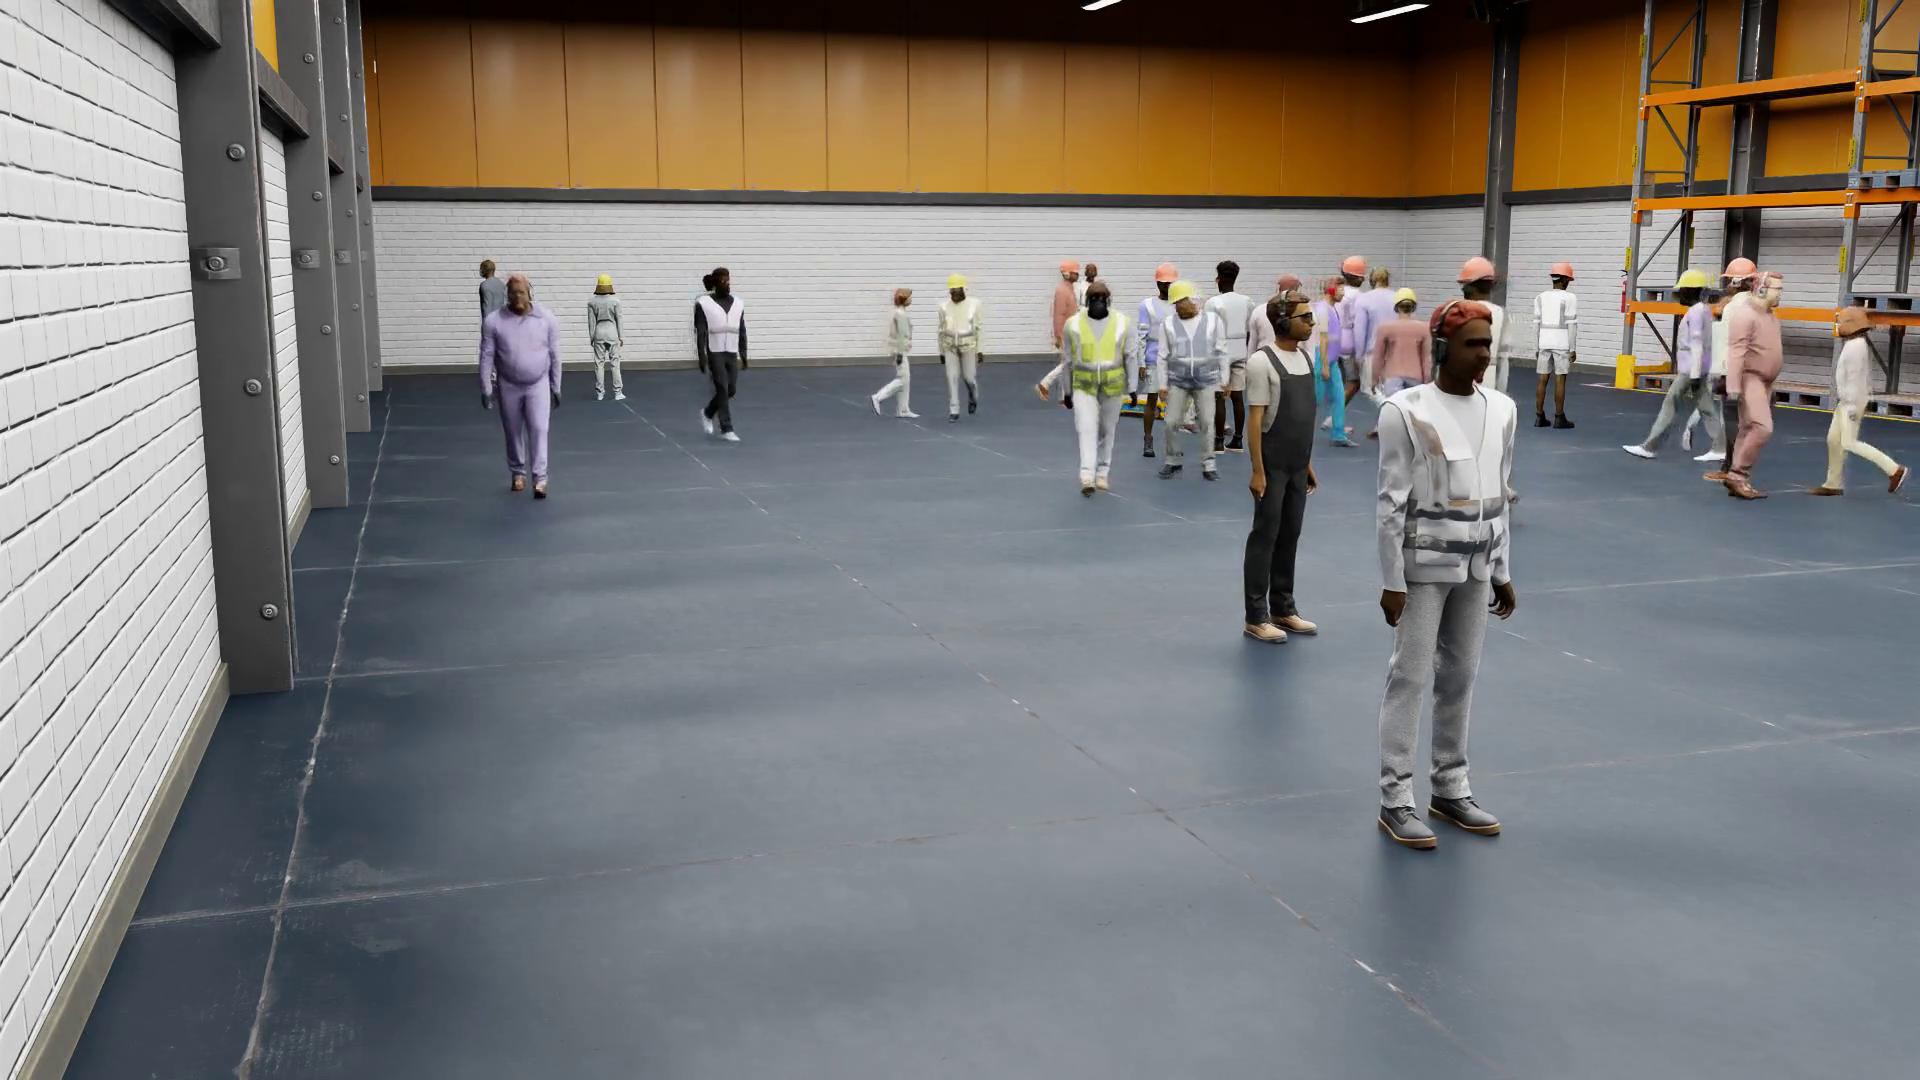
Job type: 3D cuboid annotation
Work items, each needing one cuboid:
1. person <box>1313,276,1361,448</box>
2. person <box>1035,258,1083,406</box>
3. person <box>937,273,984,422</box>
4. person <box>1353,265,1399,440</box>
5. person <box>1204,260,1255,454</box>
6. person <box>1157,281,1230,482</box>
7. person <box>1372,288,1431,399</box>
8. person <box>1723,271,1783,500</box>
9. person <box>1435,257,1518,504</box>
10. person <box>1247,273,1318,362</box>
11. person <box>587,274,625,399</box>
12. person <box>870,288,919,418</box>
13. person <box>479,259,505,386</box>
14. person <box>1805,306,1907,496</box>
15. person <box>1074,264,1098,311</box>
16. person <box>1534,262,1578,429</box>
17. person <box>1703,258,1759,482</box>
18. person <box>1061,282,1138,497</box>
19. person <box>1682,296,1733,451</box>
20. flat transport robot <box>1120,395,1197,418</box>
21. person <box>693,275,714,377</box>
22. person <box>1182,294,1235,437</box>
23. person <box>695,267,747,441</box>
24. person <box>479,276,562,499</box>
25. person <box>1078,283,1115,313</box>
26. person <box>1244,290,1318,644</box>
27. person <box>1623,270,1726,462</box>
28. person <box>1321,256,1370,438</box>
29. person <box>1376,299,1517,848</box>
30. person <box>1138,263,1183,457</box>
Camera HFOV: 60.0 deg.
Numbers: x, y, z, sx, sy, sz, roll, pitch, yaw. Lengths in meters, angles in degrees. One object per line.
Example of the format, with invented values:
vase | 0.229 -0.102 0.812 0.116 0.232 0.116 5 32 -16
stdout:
person | 3.782 -1.871 17.518 0.873 1.801 0.575 5 11 25
person | 1.363 -2.744 22.062 0.542 1.979 0.617 2 10 14
person | 0.015 -2.342 20.215 0.593 1.808 0.603 2 10 13
person | 4.579 -2.000 17.940 0.655 1.914 0.640 -4 11 -23
person | 2.708 -1.854 16.928 0.607 1.967 0.367 -6 12 -31
person | 2.083 -1.408 14.881 0.655 1.795 0.430 2 10 9
person | 4.202 -1.525 15.789 0.536 1.726 0.887 1 10 3
person | 6.596 -1.263 13.734 0.667 1.887 0.471 -9 14 -44
person | 3.995 -1.162 12.804 0.614 2.016 0.943 -5 11 -28
person | 2.979 -1.542 15.461 0.646 1.870 0.929 3 10 15
person | -4.932 -2.826 23.206 0.484 1.744 0.296 0 10 0
person | -0.797 -2.294 20.480 0.551 1.621 0.519 -2 10 -10
person | -7.206 -3.339 25.609 0.357 1.937 0.638 1 10 8
person | 7.483 -1.128 13.788 0.667 1.612 0.507 5 11 25
person | 2.262 -3.897 29.133 0.573 1.828 1.011 0 10 0
person | 6.963 -2.264 19.416 0.373 1.928 0.543 -8 12 -37
person | 6.918 -1.506 14.833 0.612 1.996 0.389 -8 13 -41
person | 1.181 -1.274 14.073 0.645 1.790 0.968 1 10 3
person | 7.656 -1.666 16.858 0.667 1.614 0.507 -7 12 -35
flat transport robot | 2.409 -1.688 20.871 0.652 0.197 1.431 -9 13 -43
person | -4.148 -3.543 27.520 0.552 1.669 0.697 -4 11 -22
person | 2.797 -1.956 18.602 0.779 1.586 0.521 8 13 39
person | -2.654 -2.052 18.298 0.592 1.897 0.805 -8 13 -40
person | -3.696 -1.290 14.005 0.673 1.851 1.012 -3 10 -14
person | 1.596 -2.142 19.378 0.541 1.696 0.315 -4 11 -22
person | 1.707 -0.387 8.786 0.513 1.846 0.334 -9 13 -43
person | 7.110 -1.698 16.296 0.981 1.874 0.610 6 11 29
person | 4.225 -2.117 18.356 0.492 2.022 0.713 -3 10 -15
person | 1.689 0.116 5.771 0.576 1.883 0.355 -5 11 -26
person | 2.056 -1.797 16.683 0.552 1.936 0.358 -2 10 -10
